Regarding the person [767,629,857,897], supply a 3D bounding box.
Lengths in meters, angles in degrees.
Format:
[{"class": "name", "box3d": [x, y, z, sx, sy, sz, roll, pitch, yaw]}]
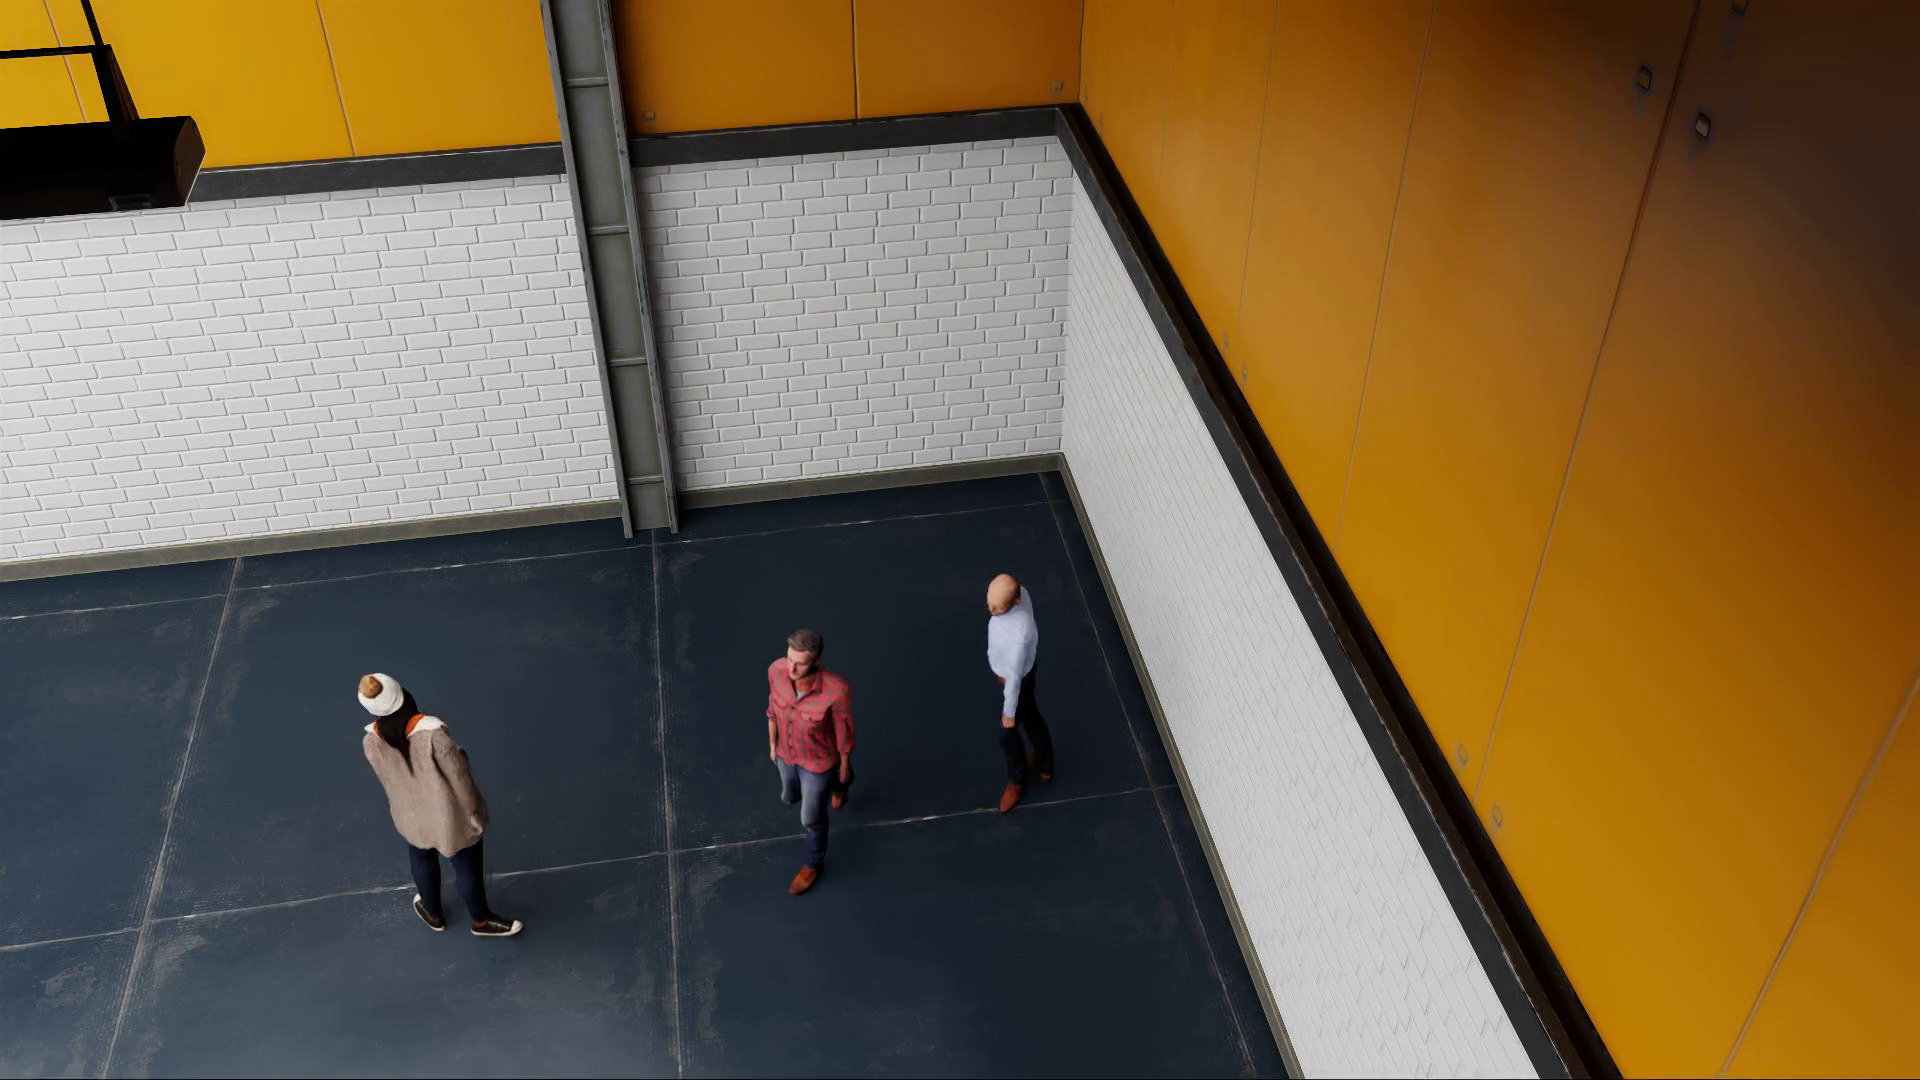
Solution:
[{"class": "person", "box3d": [-0.813, 1.157, 9.441, 1.080, 1.813, 1.122, 21, 43, 24]}]

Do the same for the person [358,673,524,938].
[{"class": "person", "box3d": [-2.820, 1.476, 9.001, 0.838, 1.865, 1.025, 18, 42, 21]}]

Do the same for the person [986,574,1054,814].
[{"class": "person", "box3d": [0.335, 0.846, 9.884, 0.715, 1.747, 0.739, 7, 39, 9]}]
